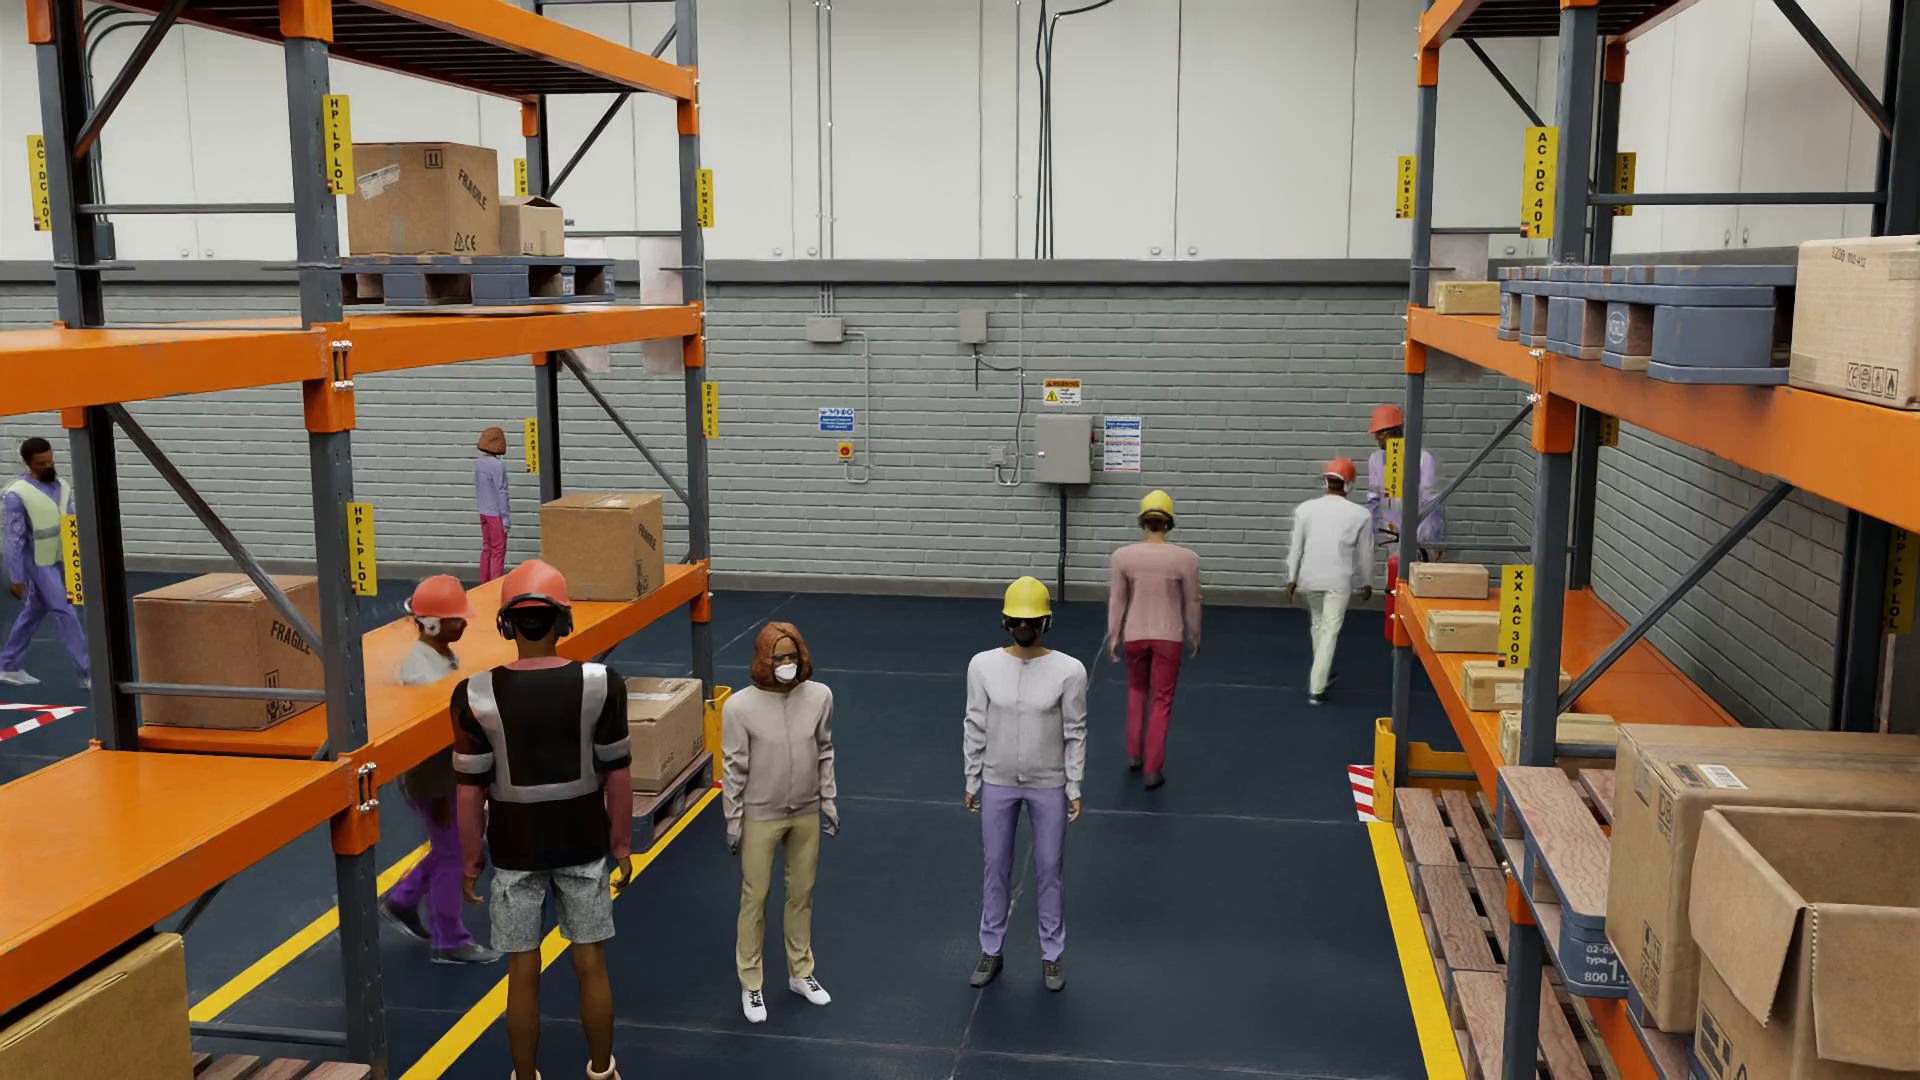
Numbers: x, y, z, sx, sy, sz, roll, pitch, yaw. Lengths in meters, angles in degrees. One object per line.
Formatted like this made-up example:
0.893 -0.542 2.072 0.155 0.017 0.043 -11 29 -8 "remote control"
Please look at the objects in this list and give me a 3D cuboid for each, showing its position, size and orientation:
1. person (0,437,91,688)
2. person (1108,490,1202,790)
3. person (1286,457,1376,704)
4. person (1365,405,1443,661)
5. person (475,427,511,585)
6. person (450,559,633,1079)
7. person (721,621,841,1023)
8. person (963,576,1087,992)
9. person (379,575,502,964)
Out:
-6.610 0.176 11.987 0.986 1.863 0.663 0 9 2 "person"
1.169 0.577 9.869 0.531 1.744 0.626 4 10 22 "person"
2.656 0.273 11.812 0.577 1.713 0.859 6 11 35 "person"
3.423 -0.049 12.931 0.605 1.999 0.635 -5 11 -30 "person"
-4.199 -0.208 15.028 0.265 1.632 0.508 -8 12 -39 "person"
-1.459 1.079 5.868 0.605 2.034 0.390 -3 10 -16 "person"
-0.726 1.129 6.781 0.509 1.632 0.265 -6 11 -32 "person"
0.271 1.025 7.014 0.525 1.772 0.308 1 9 9 "person"
-2.280 1.004 7.227 0.457 1.736 0.577 -1 9 -4 "person"
